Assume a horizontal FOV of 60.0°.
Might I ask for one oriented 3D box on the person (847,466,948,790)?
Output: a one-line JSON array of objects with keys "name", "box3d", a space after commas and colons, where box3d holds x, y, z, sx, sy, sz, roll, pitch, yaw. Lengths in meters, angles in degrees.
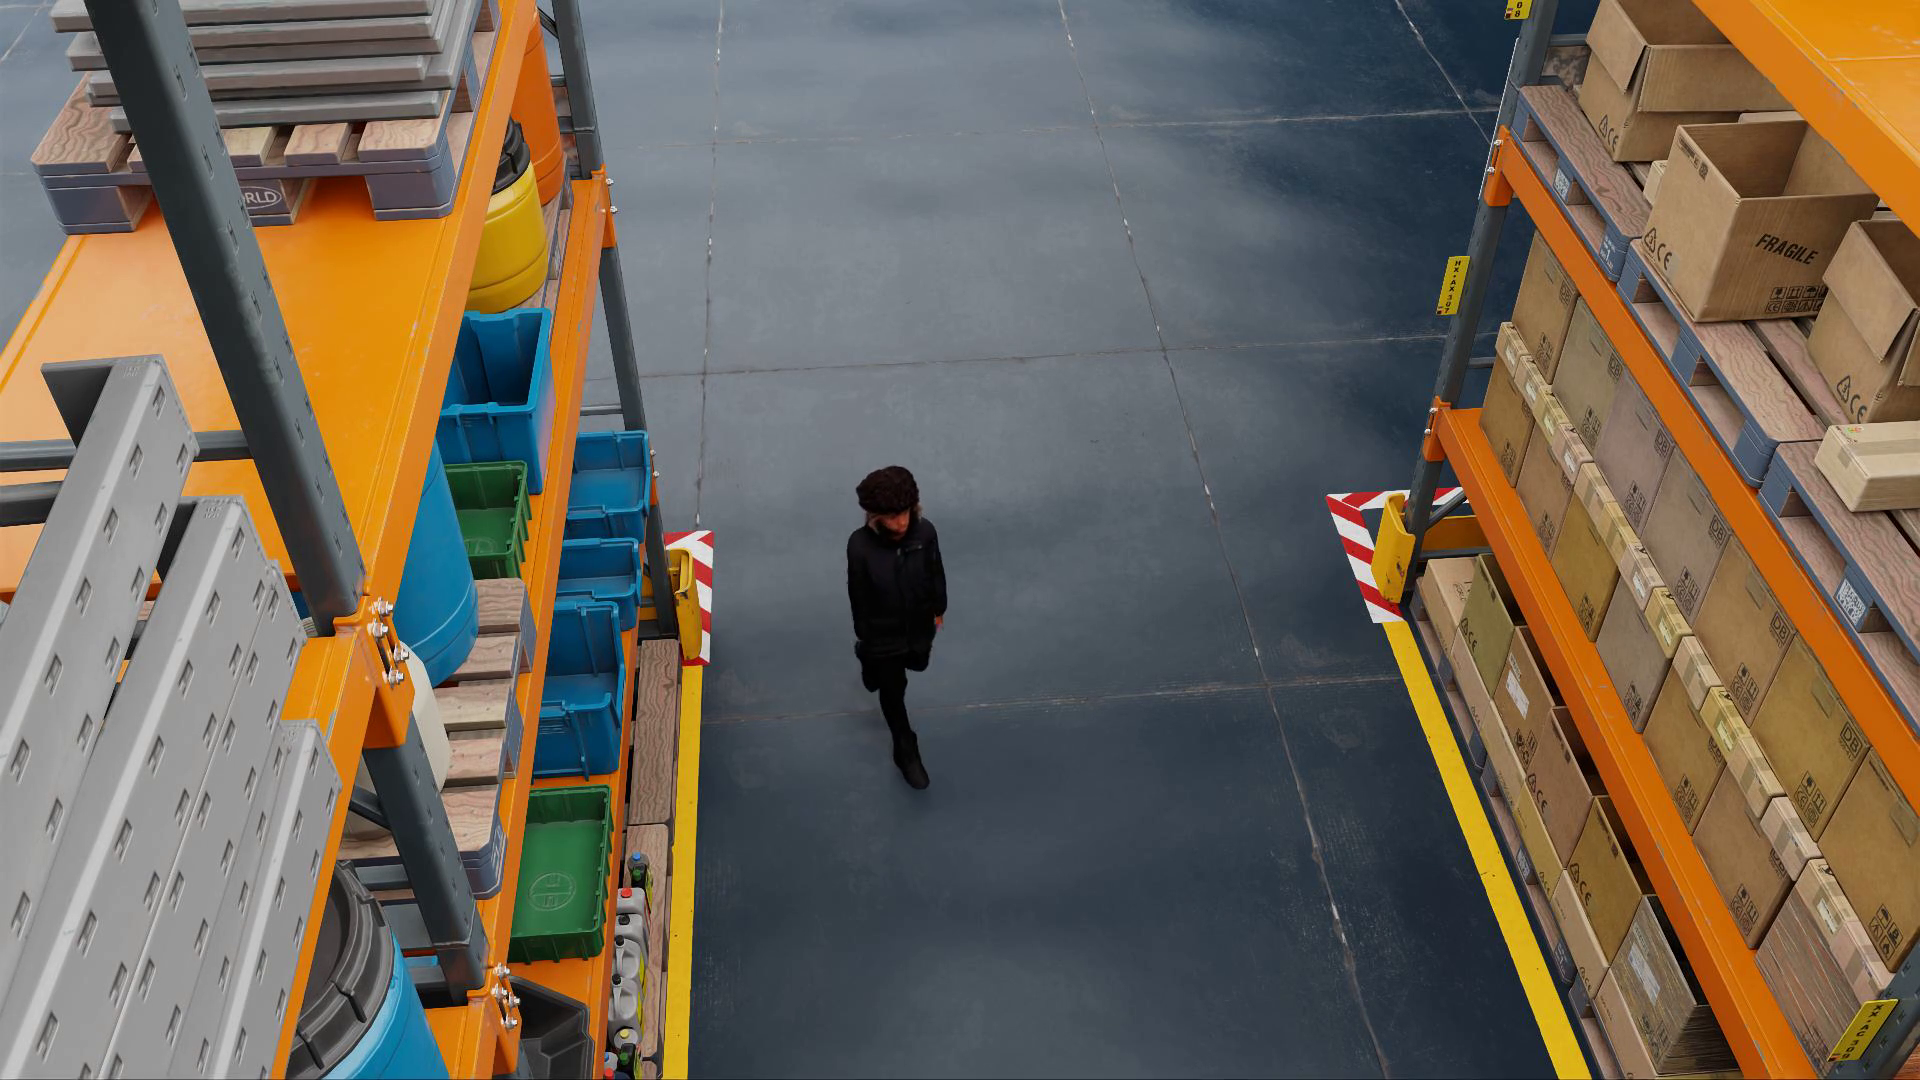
[{"name": "person", "box3d": [-0.330, 0.325, 7.861, 0.908, 1.755, 1.164, -20, 46, -21]}]
